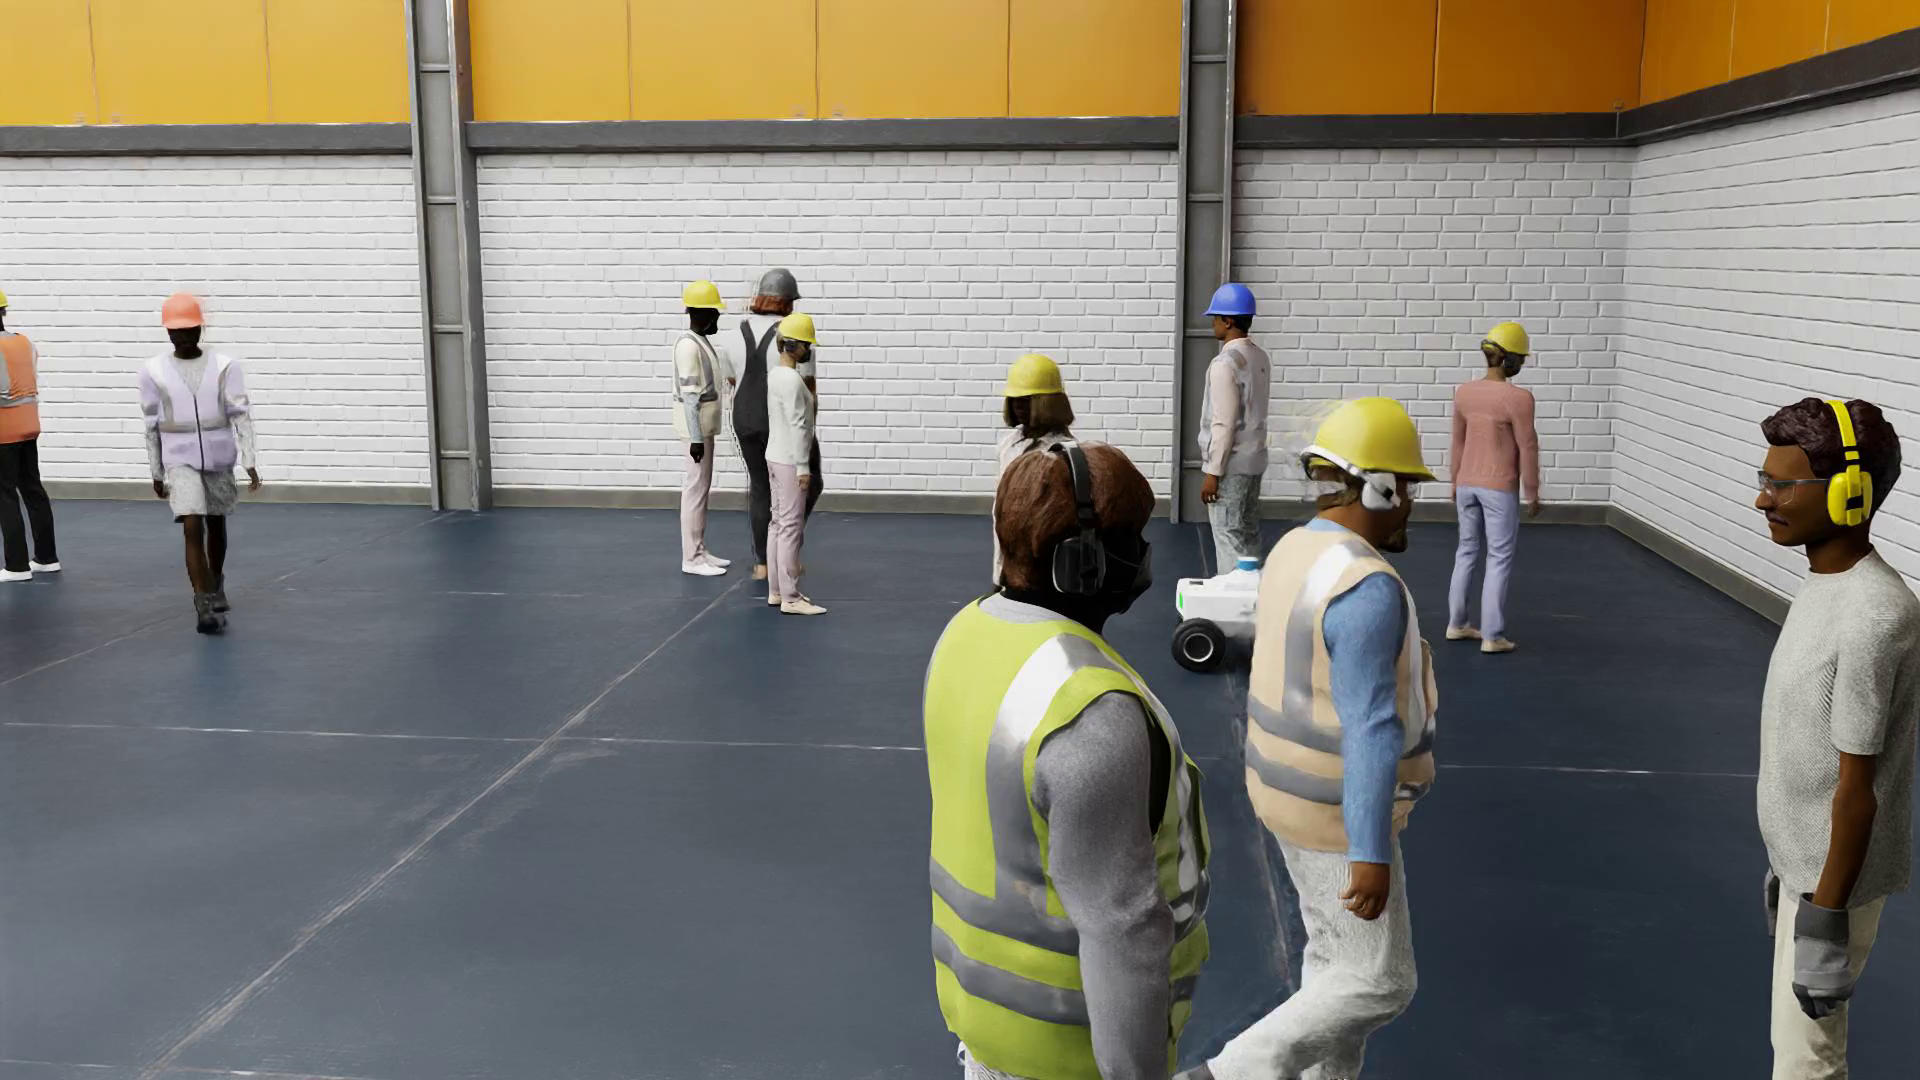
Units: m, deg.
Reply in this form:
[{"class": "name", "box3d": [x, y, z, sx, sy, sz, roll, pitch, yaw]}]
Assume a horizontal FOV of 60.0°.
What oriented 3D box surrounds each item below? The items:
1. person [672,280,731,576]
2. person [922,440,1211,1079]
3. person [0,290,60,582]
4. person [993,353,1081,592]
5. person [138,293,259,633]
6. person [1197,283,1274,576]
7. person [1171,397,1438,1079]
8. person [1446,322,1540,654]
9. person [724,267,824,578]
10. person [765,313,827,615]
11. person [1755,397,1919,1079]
[{"class": "person", "box3d": [-1.692, -0.733, 10.935, 0.372, 1.925, 0.595, 0, 10, -2]}, {"class": "person", "box3d": [0.174, 0.758, 2.644, 0.429, 1.844, 0.627, -4, 11, -21]}, {"class": "person", "box3d": [-6.140, -0.683, 10.688, 0.397, 1.917, 0.594, 1, 10, 5]}, {"class": "person", "box3d": [0.293, 0.153, 6.405, 0.324, 1.739, 0.489, -9, 13, -41]}, {"class": "person", "box3d": [-4.325, -0.450, 9.470, 0.576, 1.887, 1.003, -6, 11, -29]}, {"class": "person", "box3d": [1.476, -0.407, 9.004, 0.389, 1.948, 0.609, 6, 11, 29]}, {"class": "person", "box3d": [0.795, 0.587, 3.718, 0.547, 1.806, 0.611, -1, 10, -4]}, {"class": "person", "box3d": [2.826, -0.272, 8.808, 0.347, 1.753, 0.530, -5, 11, -28]}, {"class": "person", "box3d": [-1.168, -0.753, 10.723, 0.689, 2.000, 0.536, 5, 11, 27]}, {"class": "person", "box3d": [-0.973, -0.443, 9.760, 0.328, 1.759, 0.524, -4, 11, -20]}, {"class": "person", "box3d": [1.621, 0.657, 3.183, 0.334, 1.860, 0.509, 4, 11, 21]}]
